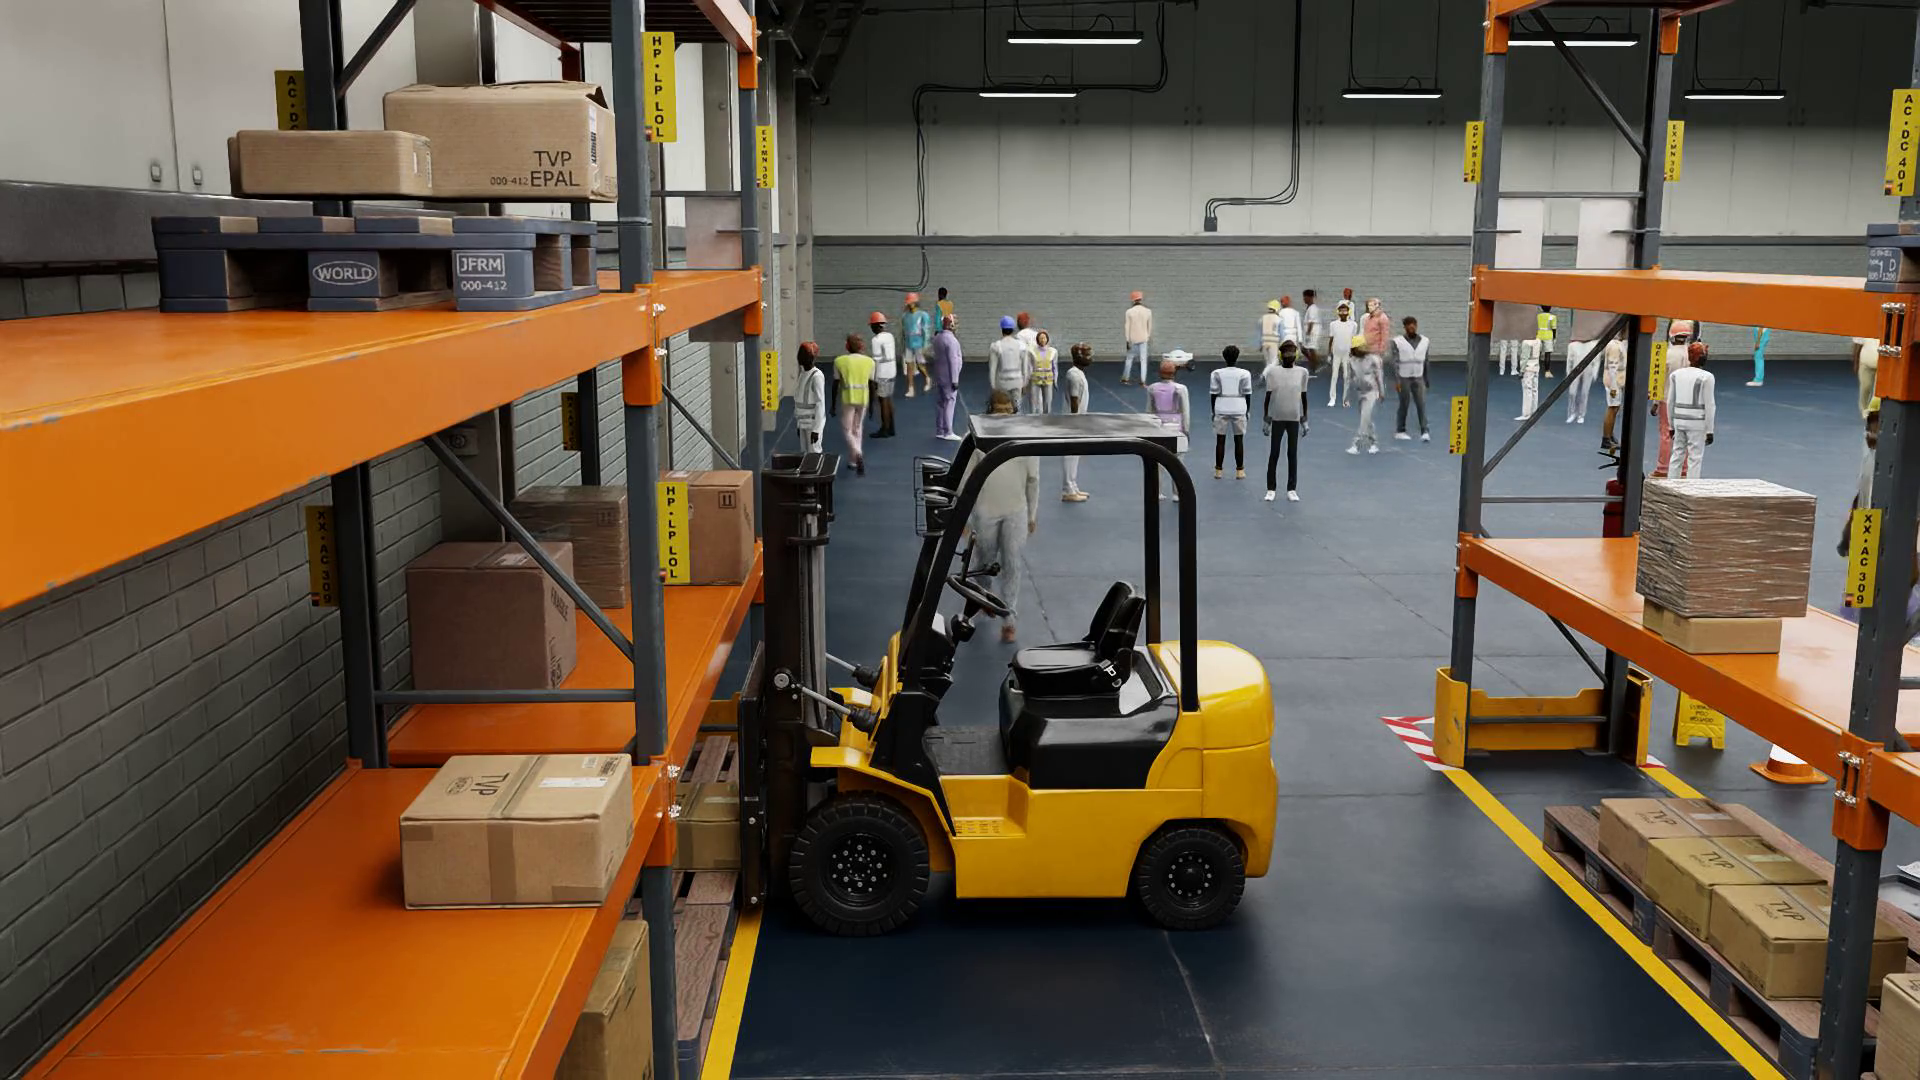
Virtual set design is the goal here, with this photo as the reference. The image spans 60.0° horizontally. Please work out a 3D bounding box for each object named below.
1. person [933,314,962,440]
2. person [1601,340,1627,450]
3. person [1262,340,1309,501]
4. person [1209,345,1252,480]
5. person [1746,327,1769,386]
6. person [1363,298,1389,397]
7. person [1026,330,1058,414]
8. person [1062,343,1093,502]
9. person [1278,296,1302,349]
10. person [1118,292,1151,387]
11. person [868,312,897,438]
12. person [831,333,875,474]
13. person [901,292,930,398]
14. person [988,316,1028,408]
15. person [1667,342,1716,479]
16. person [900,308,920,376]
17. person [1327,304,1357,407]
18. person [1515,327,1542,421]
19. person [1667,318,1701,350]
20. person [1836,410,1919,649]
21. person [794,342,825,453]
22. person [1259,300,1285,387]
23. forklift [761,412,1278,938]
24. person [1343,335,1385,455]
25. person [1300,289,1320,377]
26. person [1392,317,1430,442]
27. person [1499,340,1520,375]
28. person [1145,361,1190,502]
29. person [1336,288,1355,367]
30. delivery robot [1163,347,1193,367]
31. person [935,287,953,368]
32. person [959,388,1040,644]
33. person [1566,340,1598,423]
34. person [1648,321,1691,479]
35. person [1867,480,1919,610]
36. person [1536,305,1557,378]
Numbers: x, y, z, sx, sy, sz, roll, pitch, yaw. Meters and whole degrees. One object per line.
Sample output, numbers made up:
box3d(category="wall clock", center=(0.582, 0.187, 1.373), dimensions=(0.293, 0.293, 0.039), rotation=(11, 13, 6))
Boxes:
box3d(category="person", center=(-0.164, -2.456, 25.145), dimensions=(0.399, 1.900, 0.644), rotation=(-4, 11, -22))
box3d(category="person", center=(9.489, -2.261, 23.997), dimensions=(0.390, 1.923, 0.550), rotation=(6, 12, 28))
box3d(category="person", center=(3.764, -1.376, 19.208), dimensions=(0.537, 1.867, 0.314), rotation=(1, 10, 6))
box3d(category="person", center=(3.406, -1.603, 20.946), dimensions=(0.535, 1.699, 0.318), rotation=(2, 10, 11))
box3d(category="person", center=(16.603, -4.111, 34.544), dimensions=(0.355, 1.836, 0.513), rotation=(6, 12, 29))
box3d(category="person", center=(7.954, -3.693, 32.010), dimensions=(0.402, 1.906, 0.652), rotation=(-3, 11, -18))
box3d(category="person", center=(1.250, -2.394, 25.508), dimensions=(0.514, 1.642, 0.310), rotation=(-2, 10, -10))
box3d(category="person", center=(1.346, -1.356, 19.200), dimensions=(0.350, 1.837, 0.502), rotation=(1, 10, 7))
box3d(category="person", center=(6.976, -4.263, 35.411), dimensions=(0.627, 1.835, 1.011), rotation=(-2, 10, -11))
box3d(category="person", center=(3.655, -4.171, 34.556), dimensions=(0.611, 1.951, 0.955), rotation=(-2, 10, -13))
box3d(category="person", center=(-1.179, -2.521, 25.452), dimensions=(0.433, 1.926, 0.638), rotation=(6, 12, 32))
box3d(category="person", center=(-1.351, -1.761, 21.490), dimensions=(0.574, 1.827, 0.777), rotation=(-5, 11, -26))
box3d(category="person", center=(-0.843, -3.767, 32.070), dimensions=(0.612, 2.031, 0.640), rotation=(5, 11, 27))
box3d(category="person", center=(0.677, -2.228, 23.773), dimensions=(0.626, 1.926, 0.503), rotation=(-3, 11, -15))
box3d(category="person", center=(8.115, -1.250, 18.457), dimensions=(0.343, 1.882, 0.585), rotation=(-5, 11, -26))
box3d(category="person", center=(-1.114, -4.466, 37.209), dimensions=(0.518, 1.589, 0.869), rotation=(2, 10, 11))
box3d(category="person", center=(6.940, -3.355, 30.230), dimensions=(0.513, 1.872, 0.328), rotation=(3, 11, 14))
box3d(category="person", center=(9.544, -2.816, 27.869), dimensions=(0.510, 1.639, 0.308), rotation=(-10, 14, -43))
box3d(category="person", center=(15.299, -4.218, 35.215), dimensions=(0.665, 1.808, 0.588), rotation=(7, 12, 33))
box3d(category="person", center=(6.575, -0.025, 11.874), dimensions=(0.993, 1.820, 0.523), rotation=(1, 10, 4))
box3d(category="person", center=(-1.686, -1.270, 18.572), dimensions=(0.354, 1.884, 0.576), rotation=(-5, 11, -25))
box3d(category="person", center=(6.298, -3.970, 33.815), dimensions=(0.631, 1.810, 0.600), rotation=(-9, 13, -41))
box3d(category="forklift", center=(0.291, 0.548, 7.580), dimensions=(2.313, 2.155, 1.214), rotation=(0, 10, -2))
box3d(category="person", center=(5.665, -2.035, 23.400), dimensions=(0.907, 1.667, 0.493), rotation=(-9, 14, -42))
box3d(category="person", center=(7.730, -4.555, 36.701), dimensions=(0.451, 1.941, 0.634), rotation=(0, 10, 2))
box3d(category="person", center=(6.799, -2.402, 24.933), dimensions=(0.669, 1.863, 0.825), rotation=(-2, 10, -9))
box3d(category="person", center=(12.401, -4.688, 37.518), dimensions=(0.590, 1.919, 0.392), rotation=(6, 12, 28))
box3d(category="person", center=(2.415, -1.242, 19.168), dimensions=(0.598, 1.620, 0.313), rotation=(5, 11, 27))
box3d(category="person", center=(9.253, -5.099, 39.930), dimensions=(0.367, 1.879, 0.578), rotation=(-6, 12, -28))
box3d(category="delivery robot", center=(5.021, -4.203, 38.337), dimensions=(0.707, 0.478, 0.477), rotation=(-7, 12, -36))
box3d(category="person", center=(-0.364, -5.012, 39.367), dimensions=(0.392, 1.910, 0.584), rotation=(7, 12, 33))
box3d(category="person", center=(0.297, -0.221, 12.690), dimensions=(0.630, 1.914, 0.857), rotation=(-1, 10, -5))
box3d(category="person", center=(10.213, -2.707, 27.343), dimensions=(0.496, 1.609, 0.609), rotation=(5, 11, 25))
box3d(category="person", center=(8.986, -1.745, 20.911), dimensions=(0.613, 1.994, 0.381), rotation=(-2, 10, -9))
box3d(category="person", center=(6.199, 0.101, 11.037), dimensions=(0.383, 1.845, 0.570), rotation=(2, 10, 9))
box3d(category="person", center=(12.877, -4.422, 36.649), dimensions=(0.539, 1.695, 0.318), rotation=(9, 13, 40))
